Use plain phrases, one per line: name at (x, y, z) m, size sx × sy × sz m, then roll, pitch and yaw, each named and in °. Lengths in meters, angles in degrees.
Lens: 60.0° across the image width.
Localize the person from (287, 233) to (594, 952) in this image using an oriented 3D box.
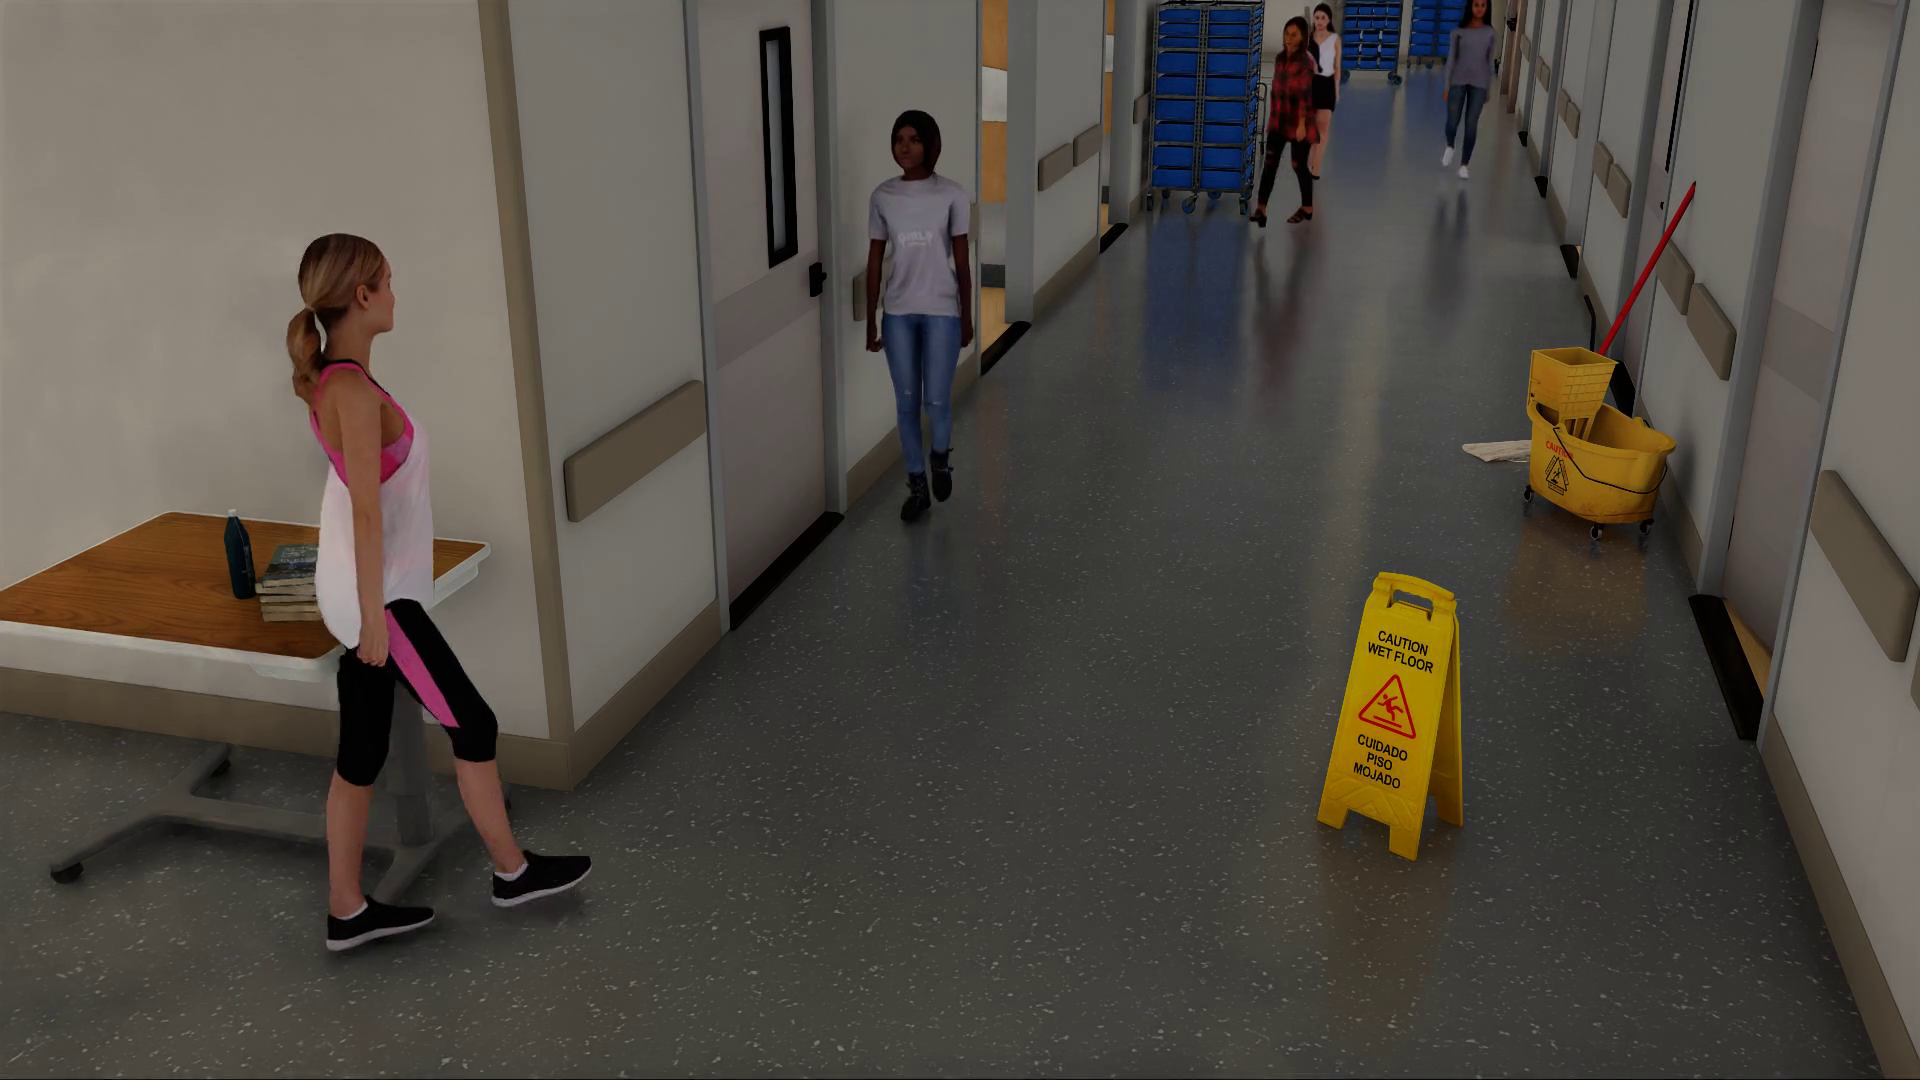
person at (-1.492, 0.187, 3.977) m, size 1.020 × 1.760 × 0.960 m, roll -11°, pitch 23°, yaw -27°

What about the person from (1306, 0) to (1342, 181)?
person at (3.434, -4.275, 15.942) m, size 0.568 × 1.631 × 0.697 m, roll 6°, pitch 21°, yaw 15°

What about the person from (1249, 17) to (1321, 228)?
person at (2.725, -3.351, 13.477) m, size 1.116 × 1.648 × 1.015 m, roll -11°, pitch 23°, yaw -27°

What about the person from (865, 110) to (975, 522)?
person at (-0.143, -0.937, 7.017) m, size 0.597 × 1.709 × 0.642 m, roll 5°, pitch 21°, yaw 12°

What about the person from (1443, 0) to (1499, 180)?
person at (4.917, -4.402, 16.142) m, size 0.662 × 1.725 × 0.833 m, roll 3°, pitch 21°, yaw 9°
